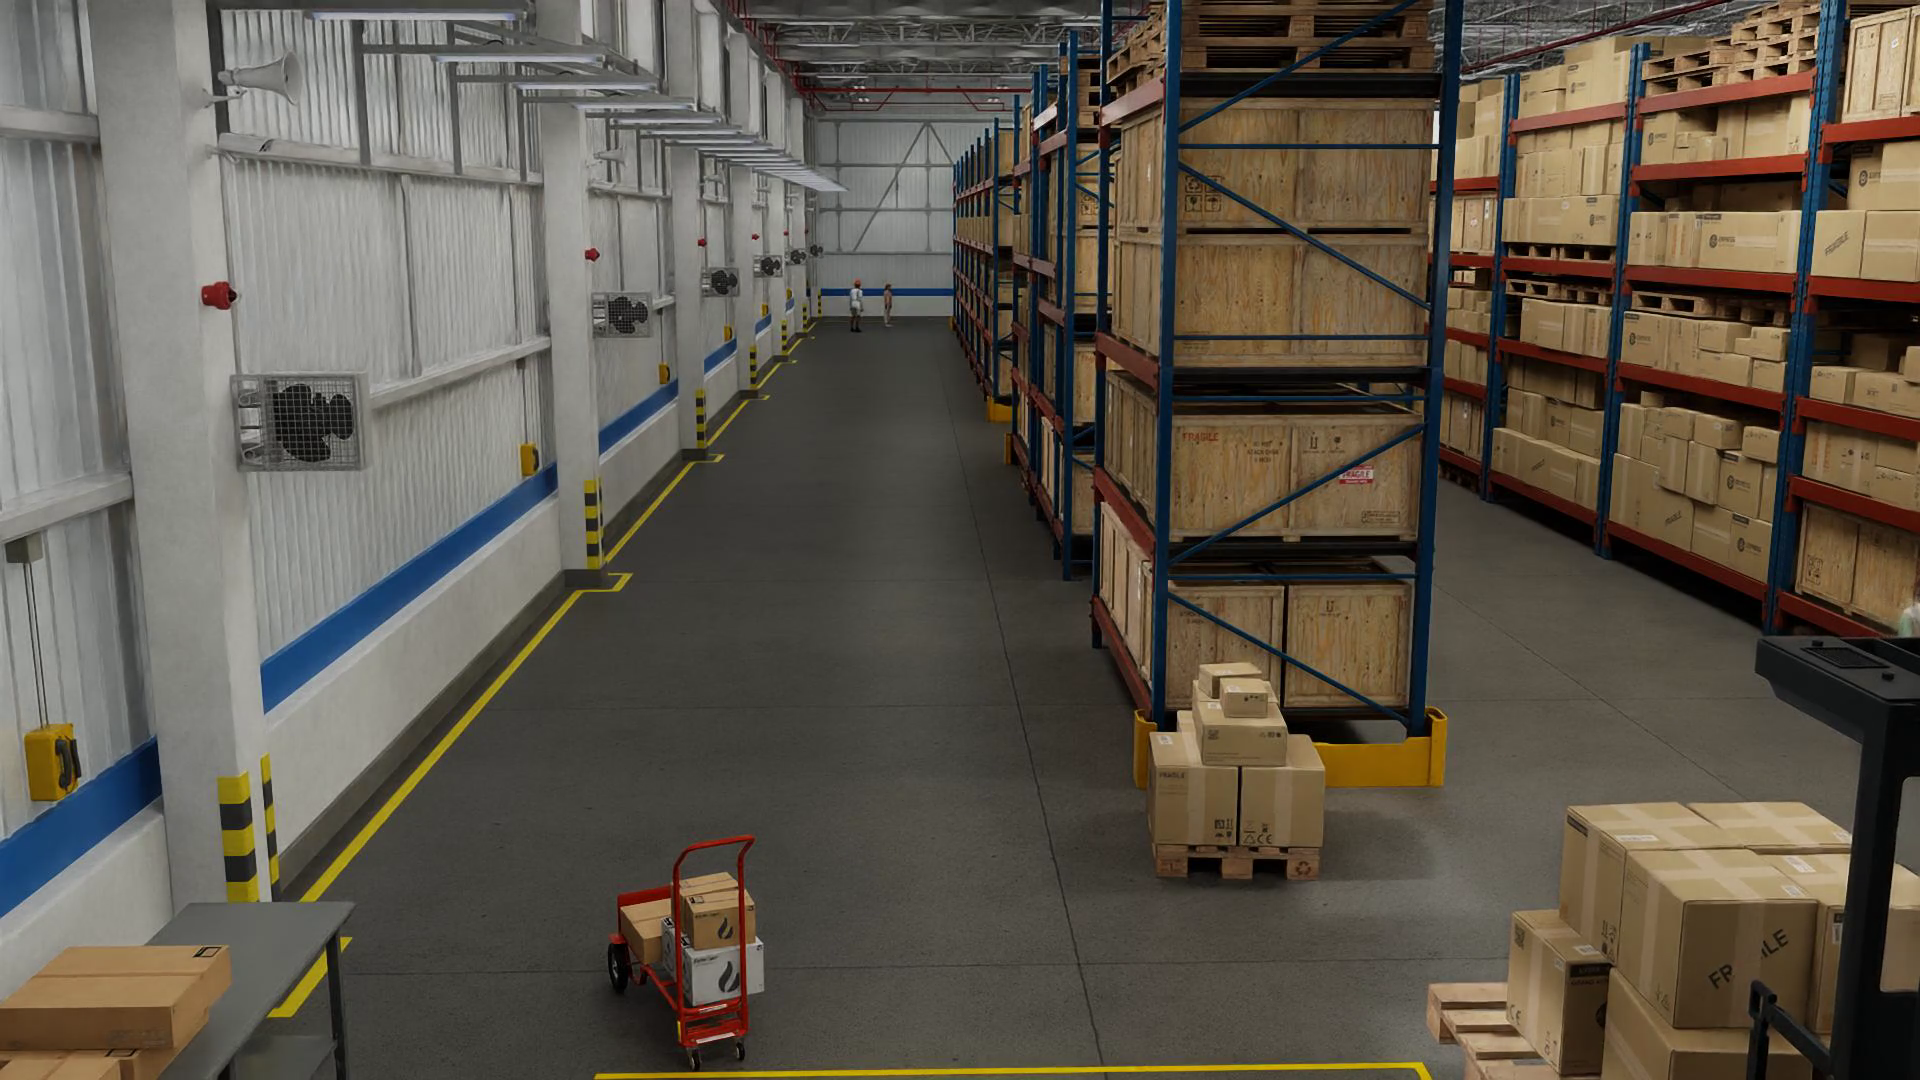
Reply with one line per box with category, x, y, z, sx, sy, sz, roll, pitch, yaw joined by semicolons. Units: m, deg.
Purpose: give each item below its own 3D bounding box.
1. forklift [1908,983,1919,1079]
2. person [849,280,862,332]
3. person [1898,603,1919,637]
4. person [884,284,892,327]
forklift;3.157;1.766;4.661;1.129;2.768;1.873;0;11;-2
person;-3.788;-8.562;60.922;0.545;1.919;0.432;8;13;35
person;6.953;1.014;11.921;0.544;1.588;0.865;-1;11;-6
person;-2.782;-9.034;64.073;0.309;1.645;0.514;4;12;20
